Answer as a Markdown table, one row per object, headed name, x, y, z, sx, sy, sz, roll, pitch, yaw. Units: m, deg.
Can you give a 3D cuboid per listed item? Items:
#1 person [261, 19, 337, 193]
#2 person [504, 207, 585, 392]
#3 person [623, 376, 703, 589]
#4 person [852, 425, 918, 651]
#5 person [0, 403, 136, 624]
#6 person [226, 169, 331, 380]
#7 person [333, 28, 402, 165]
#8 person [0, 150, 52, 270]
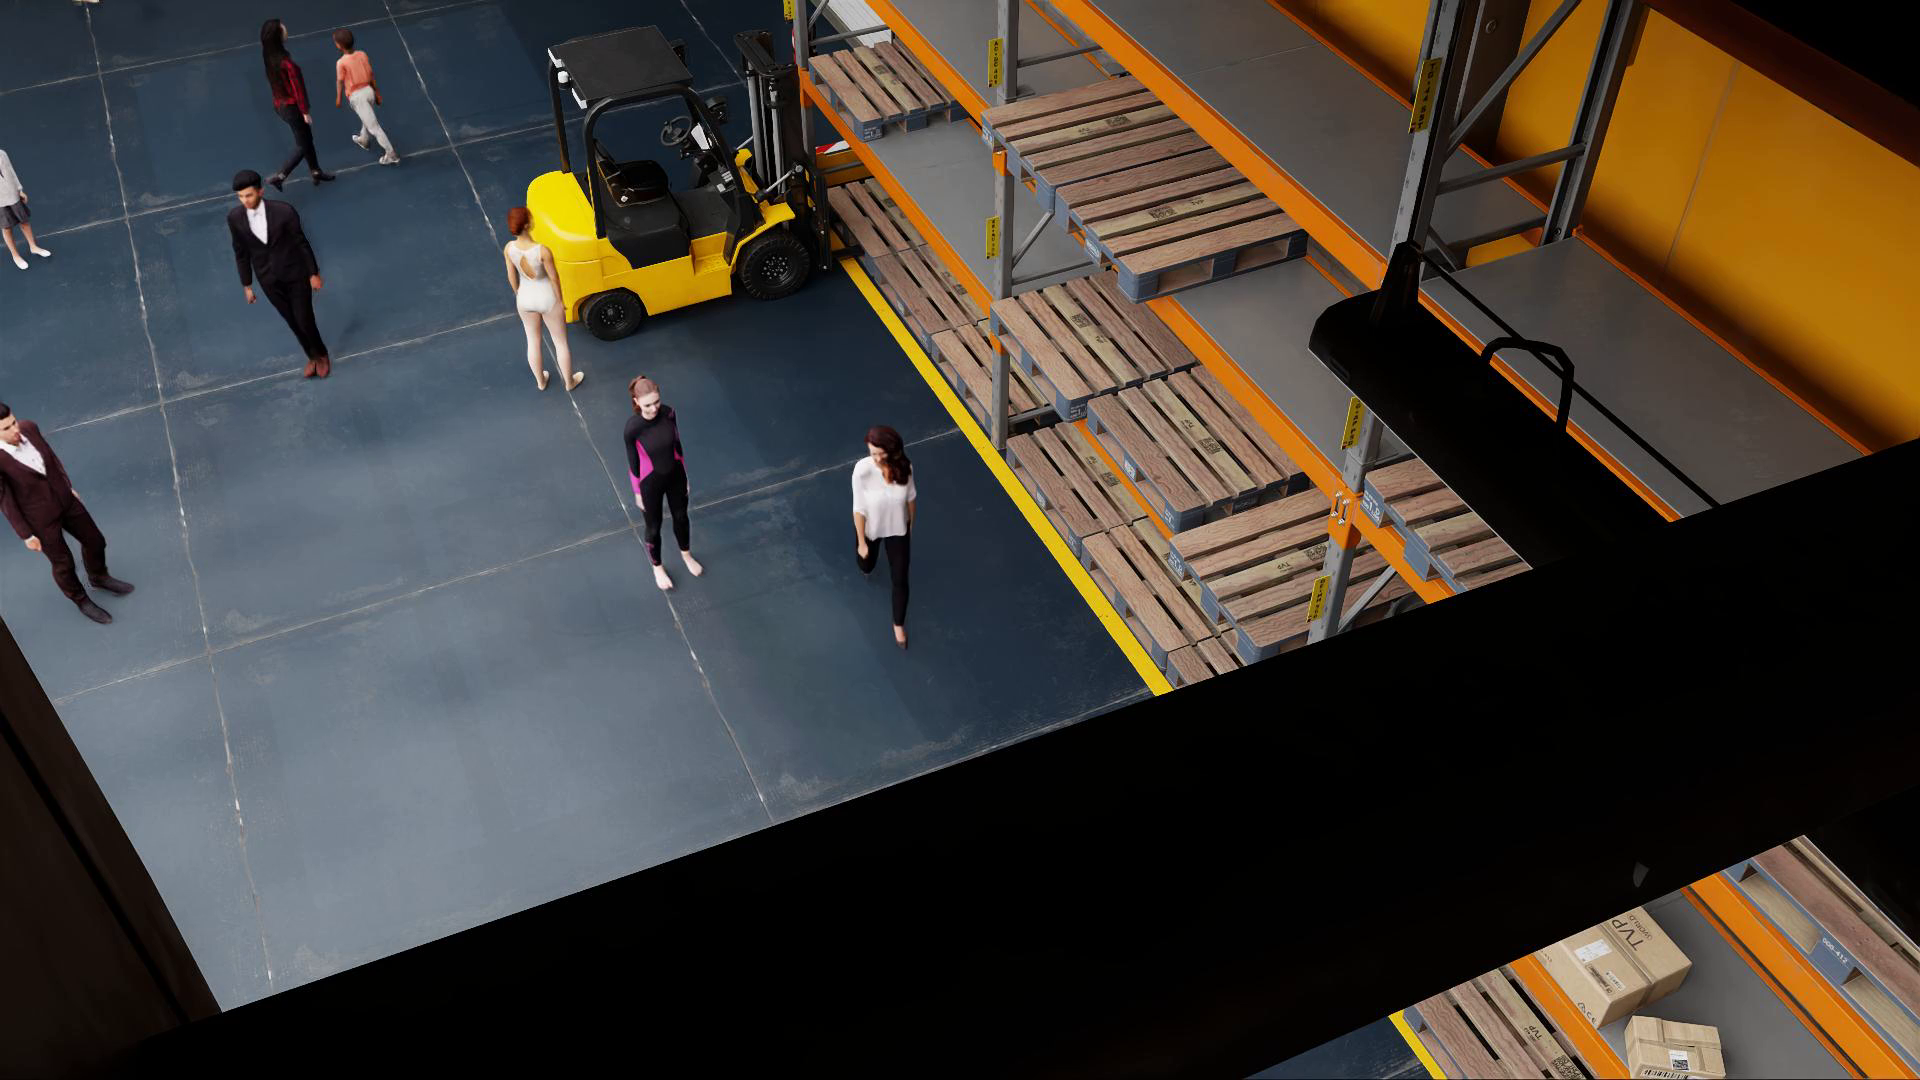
| name | x | y | z | sx | sy | sz | roll | pitch | yaw |
| --- | --- | --- | --- | --- | --- | --- | --- | --- | --- |
| person | -6.116 | -3.863 | 15.056 | 0.907 | 1.636 | 0.837 | 30 | 51 | 28 |
| person | -3.278 | -1.861 | 12.950 | 0.614 | 1.642 | 0.638 | 6 | 44 | 6 |
| person | -2.039 | -0.405 | 11.345 | 0.595 | 1.747 | 0.591 | -29 | 51 | -27 |
| person | -0.540 | -0.111 | 11.026 | 0.687 | 1.763 | 1.116 | -13 | 45 | -13 |
| person | -6.093 | -0.220 | 11.068 | 0.865 | 1.861 | 0.792 | 12 | 45 | 12 |
| person | -5.293 | -2.136 | 13.071 | 0.822 | 1.873 | 0.771 | -1 | 44 | -1 |
| person | -5.558 | -4.132 | 15.595 | 0.979 | 1.281 | 0.789 | 25 | 49 | 24 |
| person | -8.280 | -2.979 | 14.390 | 0.641 | 1.275 | 0.598 | 25 | 49 | 24 |
